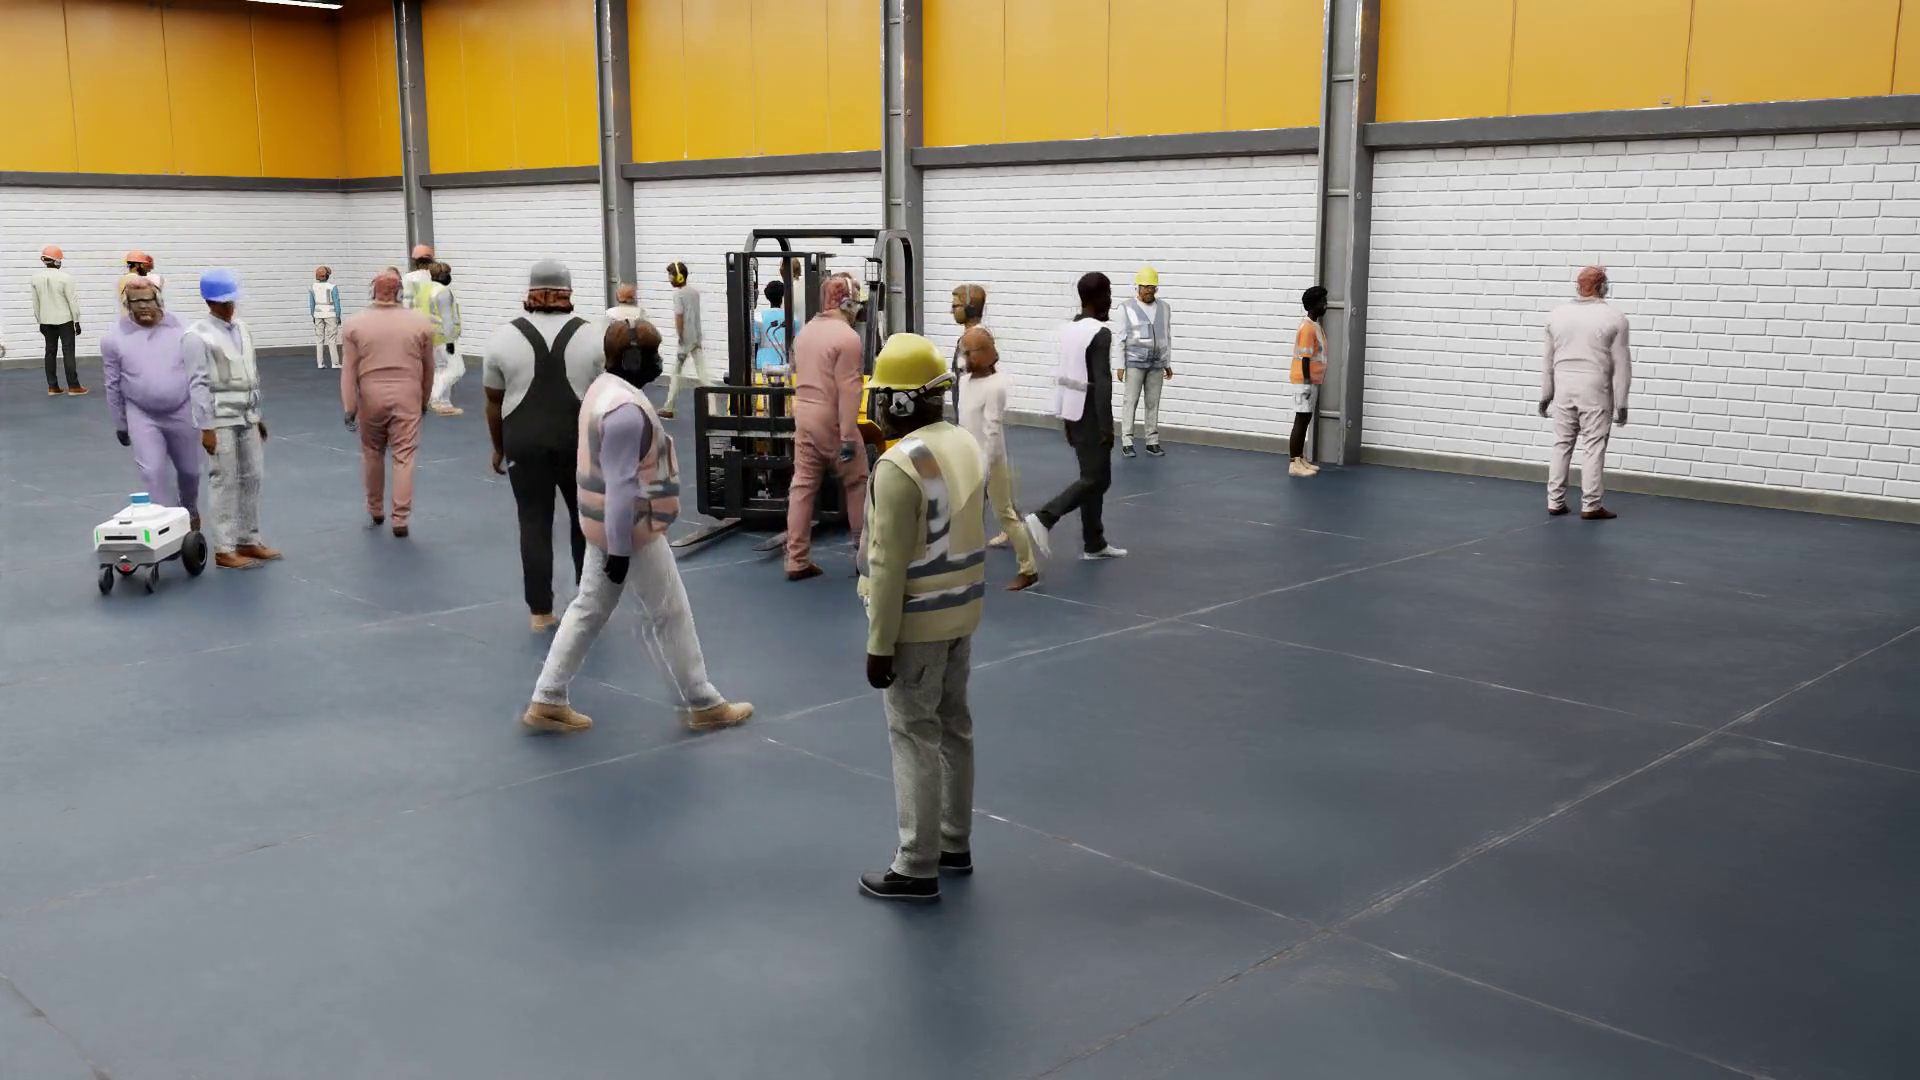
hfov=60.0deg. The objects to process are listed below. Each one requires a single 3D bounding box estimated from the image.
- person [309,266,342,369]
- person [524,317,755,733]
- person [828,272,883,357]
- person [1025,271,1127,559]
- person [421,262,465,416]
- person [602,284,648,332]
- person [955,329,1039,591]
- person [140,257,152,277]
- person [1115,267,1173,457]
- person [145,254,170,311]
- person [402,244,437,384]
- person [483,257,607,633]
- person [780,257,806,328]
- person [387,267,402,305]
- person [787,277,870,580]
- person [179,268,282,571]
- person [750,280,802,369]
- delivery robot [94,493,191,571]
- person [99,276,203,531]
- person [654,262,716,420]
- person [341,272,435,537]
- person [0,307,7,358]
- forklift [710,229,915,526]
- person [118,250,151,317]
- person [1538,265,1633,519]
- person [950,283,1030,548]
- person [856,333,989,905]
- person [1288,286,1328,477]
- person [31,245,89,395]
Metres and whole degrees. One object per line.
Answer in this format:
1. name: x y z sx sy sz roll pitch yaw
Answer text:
1. person: -10.114 -3.539 26.538 0.521 1.640 0.307 2 11 11
2. person: -1.432 -0.048 7.082 0.965 1.798 0.632 -4 11 -21
3. person: -1.045 -1.647 15.853 0.809 1.785 0.683 -4 11 -22
4. person: 0.776 -0.787 10.811 0.669 1.902 0.610 -3 11 -16
5. person: -6.096 -2.355 19.570 0.456 1.823 0.645 -7 13 -35
6. person: -3.700 -2.019 18.377 0.532 1.587 0.861 -7 13 -34
7. person: 0.099 -0.450 9.867 0.878 1.581 0.506 -6 12 -30
8. person: -11.378 -3.013 22.939 0.710 1.909 0.594 -3 11 -16
9. person: 1.790 -1.715 16.072 0.603 1.828 0.404 -4 11 -20
10. person: -11.948 -3.288 24.557 0.652 1.864 0.589 9 14 41
11. person: -6.966 -2.851 21.760 0.788 2.020 0.618 9 14 40
12. person: -2.218 -0.539 9.085 0.710 2.000 0.650 -2 11 -11
13. person: -1.669 -1.904 16.813 0.376 1.937 0.629 4 11 23
14. person: -9.395 -3.748 27.805 0.519 1.593 0.824 -9 14 -40
15. person: -0.748 -0.691 10.374 0.846 1.860 0.675 -9 14 -40
16. person: -4.681 -0.759 10.660 0.392 1.930 0.644 2 11 13
17. person: -1.789 -1.686 16.267 0.540 1.697 0.318 -1 10 -6
18. delivery robot: -5.002 -0.045 10.190 0.477 0.478 0.707 -1 10 -5
19. person: -5.407 -0.852 11.273 0.688 1.870 0.814 -5 12 -25
20. person: -3.177 -2.245 18.986 0.949 1.812 0.597 6 12 29
21. person: -4.121 -0.991 12.035 0.649 1.858 0.976 -3 11 -18
22. person: -11.010 -2.196 18.609 0.580 1.870 0.525 -7 13 -35
23. forklift: -1.050 -1.319 12.920 1.214 2.155 2.313 2 11 13
24. person: -11.113 -2.955 22.543 0.552 1.933 0.367 6 12 28
25. person: 4.710 -1.104 12.548 0.402 1.905 0.714 -10 15 -44
26. person: 0.093 -0.824 11.245 0.794 1.823 0.540 1 10 7
27. person: -0.129 0.252 5.362 0.403 1.826 0.592 5 12 26
28. person: 3.097 -1.409 14.797 0.321 1.690 0.530 3 11 18
29. person: -12.046 -2.925 22.222 0.612 1.995 0.379 1 10 4
